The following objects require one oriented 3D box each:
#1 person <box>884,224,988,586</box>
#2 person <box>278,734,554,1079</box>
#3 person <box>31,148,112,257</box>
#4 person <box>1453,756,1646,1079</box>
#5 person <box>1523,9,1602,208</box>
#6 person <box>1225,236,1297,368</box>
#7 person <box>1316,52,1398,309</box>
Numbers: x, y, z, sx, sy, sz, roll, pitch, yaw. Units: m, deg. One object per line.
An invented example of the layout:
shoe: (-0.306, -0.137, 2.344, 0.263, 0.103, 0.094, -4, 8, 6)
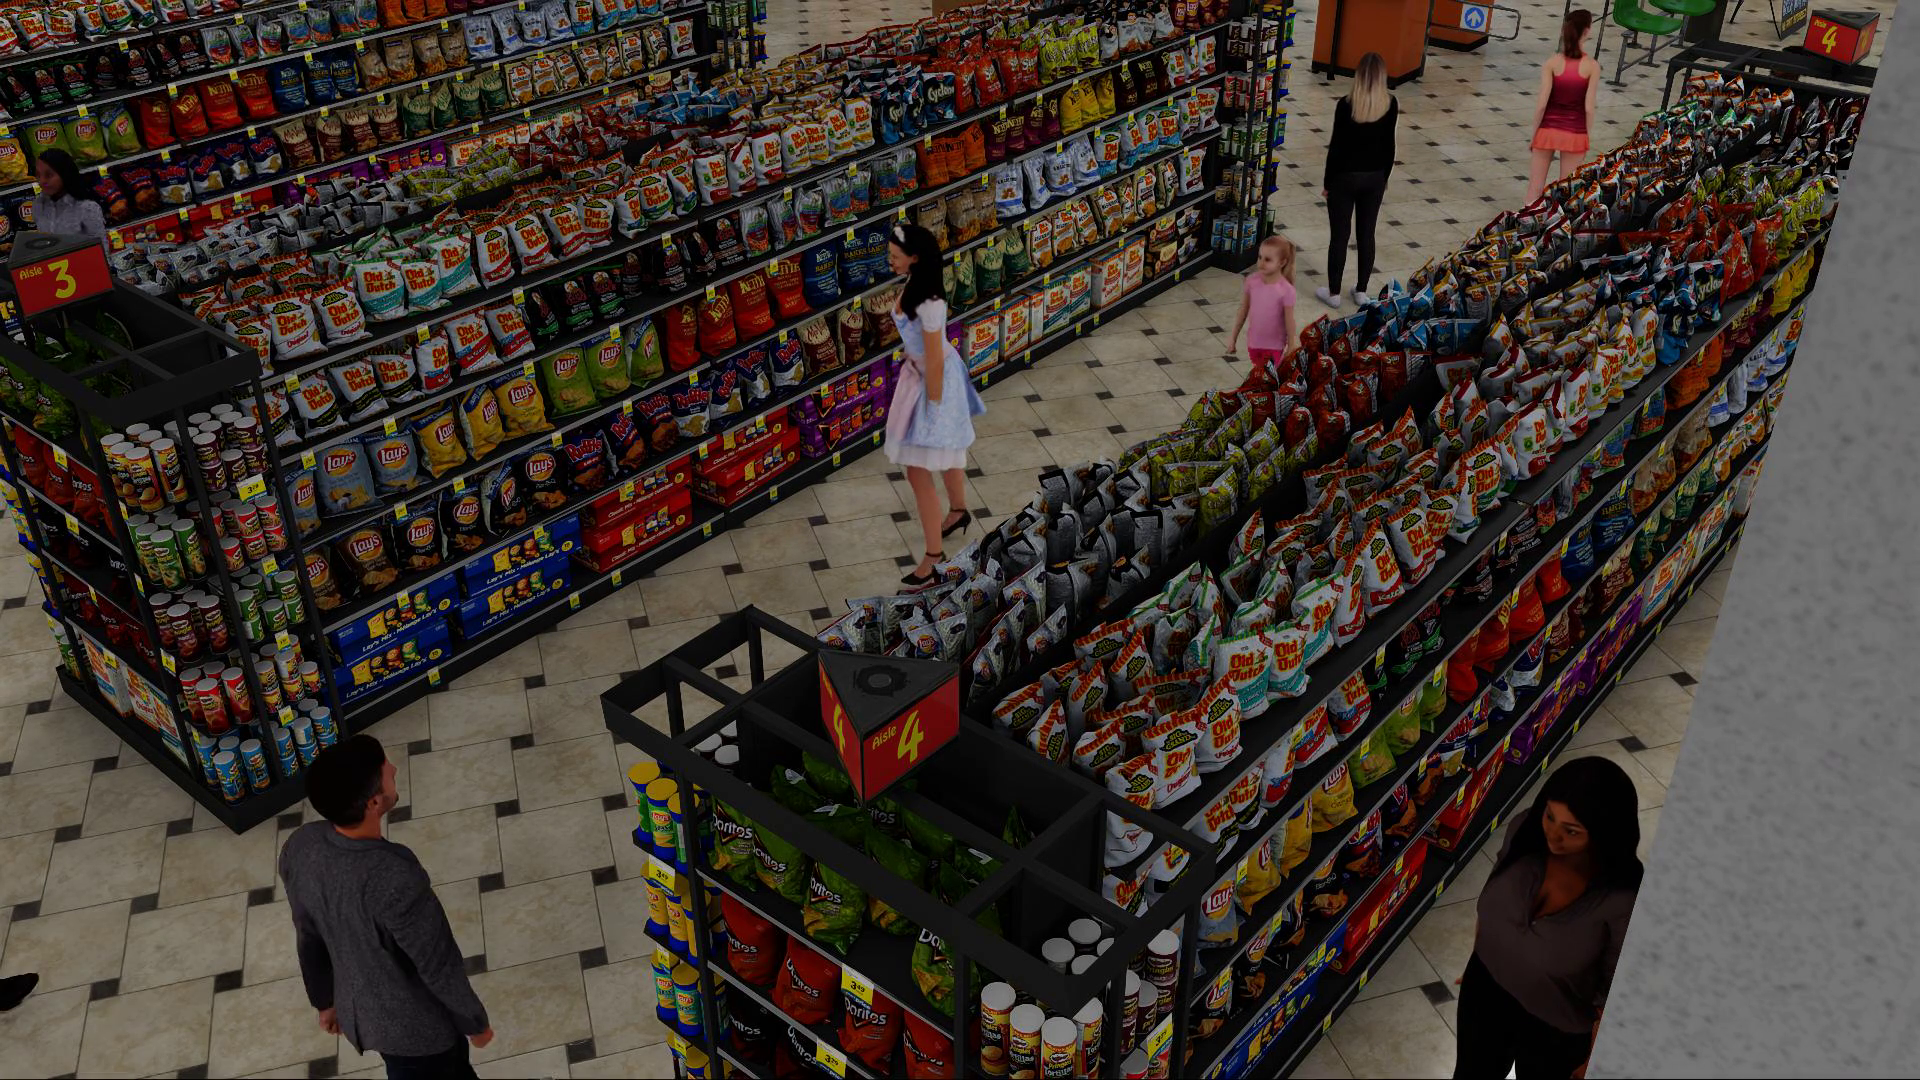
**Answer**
person: (-0.147, -0.675, 8.134, 1.049, 1.789, 0.997, -4, 32, -6)
person: (-1.645, 1.410, 4.742, 0.802, 1.832, 1.245, 19, 36, 27)
person: (-4.842, -1.386, 9.349, 0.792, 1.713, 0.969, 10, 33, 16)
person: (1.675, 1.351, 4.831, 0.680, 1.838, 0.702, -21, 37, -29)
person: (4.179, -2.802, 11.591, 0.631, 1.749, 0.626, 12, 34, 19)
person: (1.756, -1.119, 9.366, 0.922, 1.241, 0.580, -25, 40, -34)
person: (2.604, -2.346, 10.918, 0.682, 1.685, 0.752, -4, 32, -6)
